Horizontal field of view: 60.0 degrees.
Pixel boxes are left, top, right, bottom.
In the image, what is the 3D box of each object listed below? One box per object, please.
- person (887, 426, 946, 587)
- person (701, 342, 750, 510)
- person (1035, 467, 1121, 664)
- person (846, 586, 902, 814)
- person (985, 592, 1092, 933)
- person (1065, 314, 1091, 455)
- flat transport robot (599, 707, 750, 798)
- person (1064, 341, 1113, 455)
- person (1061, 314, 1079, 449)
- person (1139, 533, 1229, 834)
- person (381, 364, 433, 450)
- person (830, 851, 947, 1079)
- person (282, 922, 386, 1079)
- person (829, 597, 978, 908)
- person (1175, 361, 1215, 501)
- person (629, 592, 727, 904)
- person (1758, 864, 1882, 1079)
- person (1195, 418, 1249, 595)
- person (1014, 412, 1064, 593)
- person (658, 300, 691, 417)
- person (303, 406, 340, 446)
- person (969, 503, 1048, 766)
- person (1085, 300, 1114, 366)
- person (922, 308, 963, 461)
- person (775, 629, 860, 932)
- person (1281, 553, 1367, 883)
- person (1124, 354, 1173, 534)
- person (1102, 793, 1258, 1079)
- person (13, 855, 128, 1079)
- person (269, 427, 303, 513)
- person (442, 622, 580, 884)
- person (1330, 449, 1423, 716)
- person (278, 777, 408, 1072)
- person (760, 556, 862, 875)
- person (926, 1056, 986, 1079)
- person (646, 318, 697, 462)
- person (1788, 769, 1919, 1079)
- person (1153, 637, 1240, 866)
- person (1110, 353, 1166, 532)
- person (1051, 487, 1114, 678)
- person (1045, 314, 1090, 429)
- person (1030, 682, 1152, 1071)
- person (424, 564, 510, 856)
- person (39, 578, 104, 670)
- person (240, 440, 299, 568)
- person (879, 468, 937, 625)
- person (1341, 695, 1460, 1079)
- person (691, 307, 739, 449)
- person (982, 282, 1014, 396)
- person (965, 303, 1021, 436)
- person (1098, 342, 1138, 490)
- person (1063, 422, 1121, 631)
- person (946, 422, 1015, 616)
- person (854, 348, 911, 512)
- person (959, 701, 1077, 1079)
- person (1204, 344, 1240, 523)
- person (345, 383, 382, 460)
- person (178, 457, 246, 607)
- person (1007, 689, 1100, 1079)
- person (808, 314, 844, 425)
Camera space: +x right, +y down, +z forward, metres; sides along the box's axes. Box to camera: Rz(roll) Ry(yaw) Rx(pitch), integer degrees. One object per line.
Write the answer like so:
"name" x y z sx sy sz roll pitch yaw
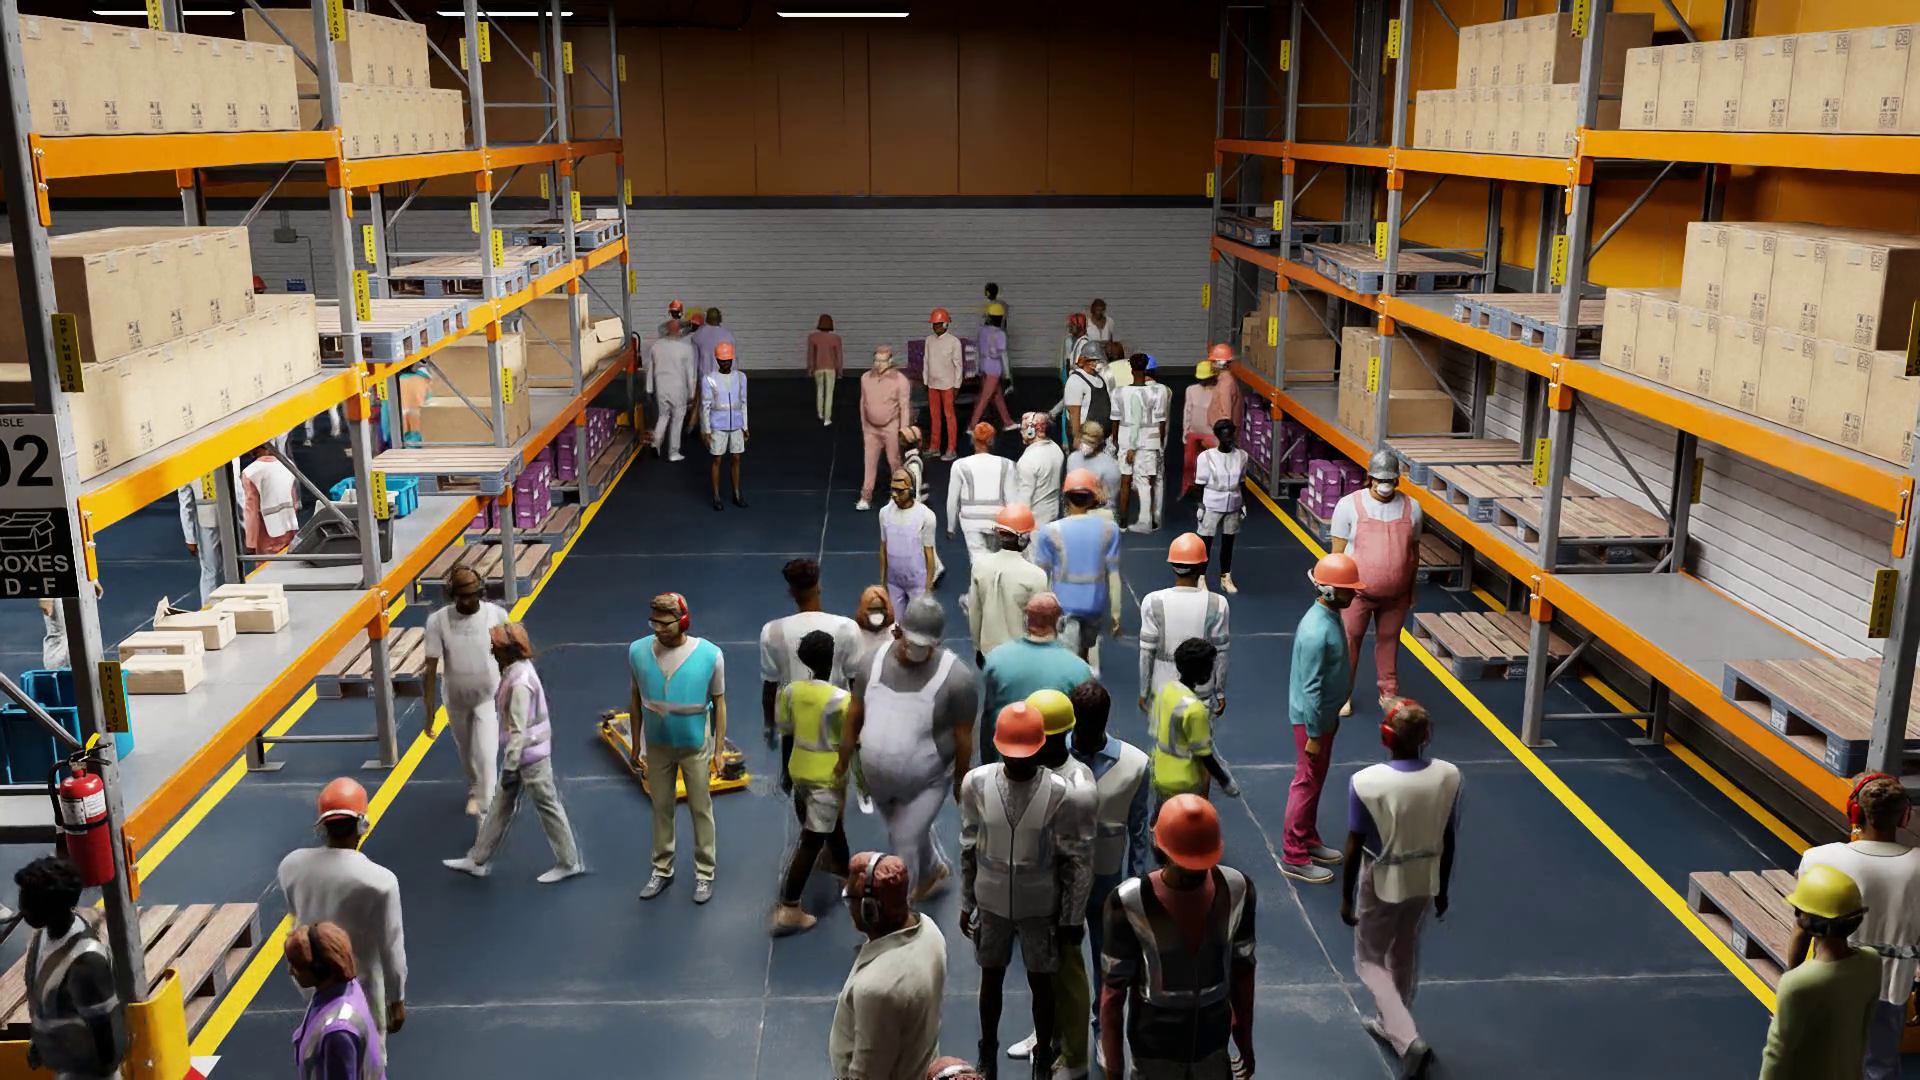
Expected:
"person" -0.415 -0.310 15.813 0.589 1.602 0.526 2 14 7
"person" -2.669 -1.308 19.058 0.551 1.936 0.357 -7 16 -27
"person" 0.852 0.472 12.008 0.619 1.992 1.050 -3 15 -10
"person" -0.540 1.060 10.460 0.512 1.584 0.846 -3 15 -10
"person" 0.470 1.201 9.383 0.645 1.847 1.017 5 15 18
"person" 1.605 -2.076 22.203 0.372 1.878 0.589 1 14 4
"flat transport robot" -2.016 1.437 11.606 0.652 0.197 1.431 -7 16 -25
"person" 1.447 -1.209 18.465 0.535 2.000 0.681 8 16 29
"person" 1.554 -2.146 22.539 0.351 1.842 0.507 5 15 20
"person" 1.389 0.905 10.376 0.551 1.933 0.368 1 14 6
"person" -6.228 -1.213 18.894 0.604 1.853 1.004 -7 16 -26
"person" -0.271 2.030 6.051 0.399 1.893 0.655 4 15 14
"person" -2.250 2.152 6.090 0.319 1.631 0.524 -6 15 -22
"person" -0.259 1.180 9.086 0.737 2.000 1.000 8 16 30
"person" 2.829 -1.218 19.165 0.736 1.718 0.498 10 18 35
"person" -1.606 1.172 9.513 0.570 1.840 0.372 3 15 11
"person" 3.172 2.051 6.227 0.526 1.762 0.338 -7 16 -25
"person" 2.454 -0.288 15.620 0.537 1.653 0.320 -4 15 -16
"person" 0.665 -0.193 14.767 0.400 1.900 0.647 8 17 30
"person" -4.235 -2.720 24.970 0.573 1.747 0.337 -3 15 -12
"person" -8.910 -2.272 23.021 0.585 1.860 0.849 0 14 1
"person" 0.350 0.734 10.929 0.623 1.991 0.390 11 18 37
"person" 2.047 -2.648 24.577 0.611 1.803 0.671 -5 15 -20
"person" -0.248 -2.043 21.827 0.622 1.993 0.382 11 18 37
"person" -0.780 1.324 9.296 0.537 1.648 0.842 14 20 43
"person" 2.135 1.035 9.780 0.409 1.987 0.607 5 15 19
"person" 2.022 -1.042 18.031 0.615 1.938 0.455 -12 19 -40
"person" 0.843 1.897 6.298 0.613 2.033 0.410 -4 15 -14
"person" -3.409 1.994 6.624 0.775 1.674 0.537 -12 19 -40
"person" -7.722 -1.219 18.846 0.329 1.872 0.511 0 14 0
"person" -2.625 1.258 9.647 0.778 1.597 0.536 -5 15 -21
"person" 3.127 0.325 12.443 0.684 2.000 0.538 -1 14 -2
"person" -2.588 1.857 7.064 0.578 1.722 0.472 5 15 18
"person" -0.865 1.060 9.784 0.612 1.935 0.626 -1 14 -4
"person" 0.018 2.382 4.713 0.655 1.878 0.448 -8 16 -28
"person" -3.744 -1.934 21.636 0.683 1.880 0.451 5 15 18
"person" 3.709 1.851 6.864 0.561 1.836 0.395 4 15 15
"person" 1.287 1.336 9.220 0.415 1.670 0.557 -1 14 -4
"person" 1.926 -1.047 17.975 0.607 1.967 0.367 4 15 15
"person" 0.963 0.269 13.517 0.516 1.601 0.771 -9 17 -31
"person" 1.556 -2.354 23.597 0.559 1.713 0.605 0 14 0
"person" 0.590 1.563 7.836 0.587 1.915 0.392 3 15 10
"person" -3.055 0.985 10.388 0.534 1.793 1.003 -4 15 -14
"person" -6.734 0.350 12.547 0.370 1.941 0.627 2 14 10
"person" -5.861 -0.049 14.187 0.409 1.909 0.593 4 15 14
"person" -0.405 0.337 12.816 0.501 1.839 0.340 8 16 28
"person" 2.064 1.638 7.736 0.565 1.828 0.692 -4 15 -17
"person" -3.335 -2.205 22.644 0.707 1.916 0.609 2 14 8
"person" 0.596 -3.245 26.934 0.513 1.833 0.961 -7 16 -26
"person" 0.470 -2.401 23.480 1.016 1.880 0.604 -9 17 -31
"person" 1.962 -1.491 20.044 0.750 1.813 0.431 -5 15 -20
"person" 1.105 -0.094 14.374 0.351 1.913 0.716 -10 17 -35
"person" 0.182 -0.123 14.633 0.583 1.832 0.983 -5 15 -18
"person" -0.894 -1.257 18.983 0.671 1.867 0.822 6 15 22
"person" 0.259 1.639 7.518 0.546 1.930 0.379 3 15 12
"person" 2.881 -1.171 18.458 0.446 1.984 0.662 3 15 12
"person" -7.025 -1.419 19.703 0.430 1.837 0.639 -2 14 -7
"person" -6.440 -0.099 14.386 0.408 1.907 0.598 9 17 31
"person" 0.422 1.596 7.702 0.398 1.918 0.588 -6 15 -22
"person" -1.950 -2.504 24.372 0.525 1.618 0.492 3 15 11
